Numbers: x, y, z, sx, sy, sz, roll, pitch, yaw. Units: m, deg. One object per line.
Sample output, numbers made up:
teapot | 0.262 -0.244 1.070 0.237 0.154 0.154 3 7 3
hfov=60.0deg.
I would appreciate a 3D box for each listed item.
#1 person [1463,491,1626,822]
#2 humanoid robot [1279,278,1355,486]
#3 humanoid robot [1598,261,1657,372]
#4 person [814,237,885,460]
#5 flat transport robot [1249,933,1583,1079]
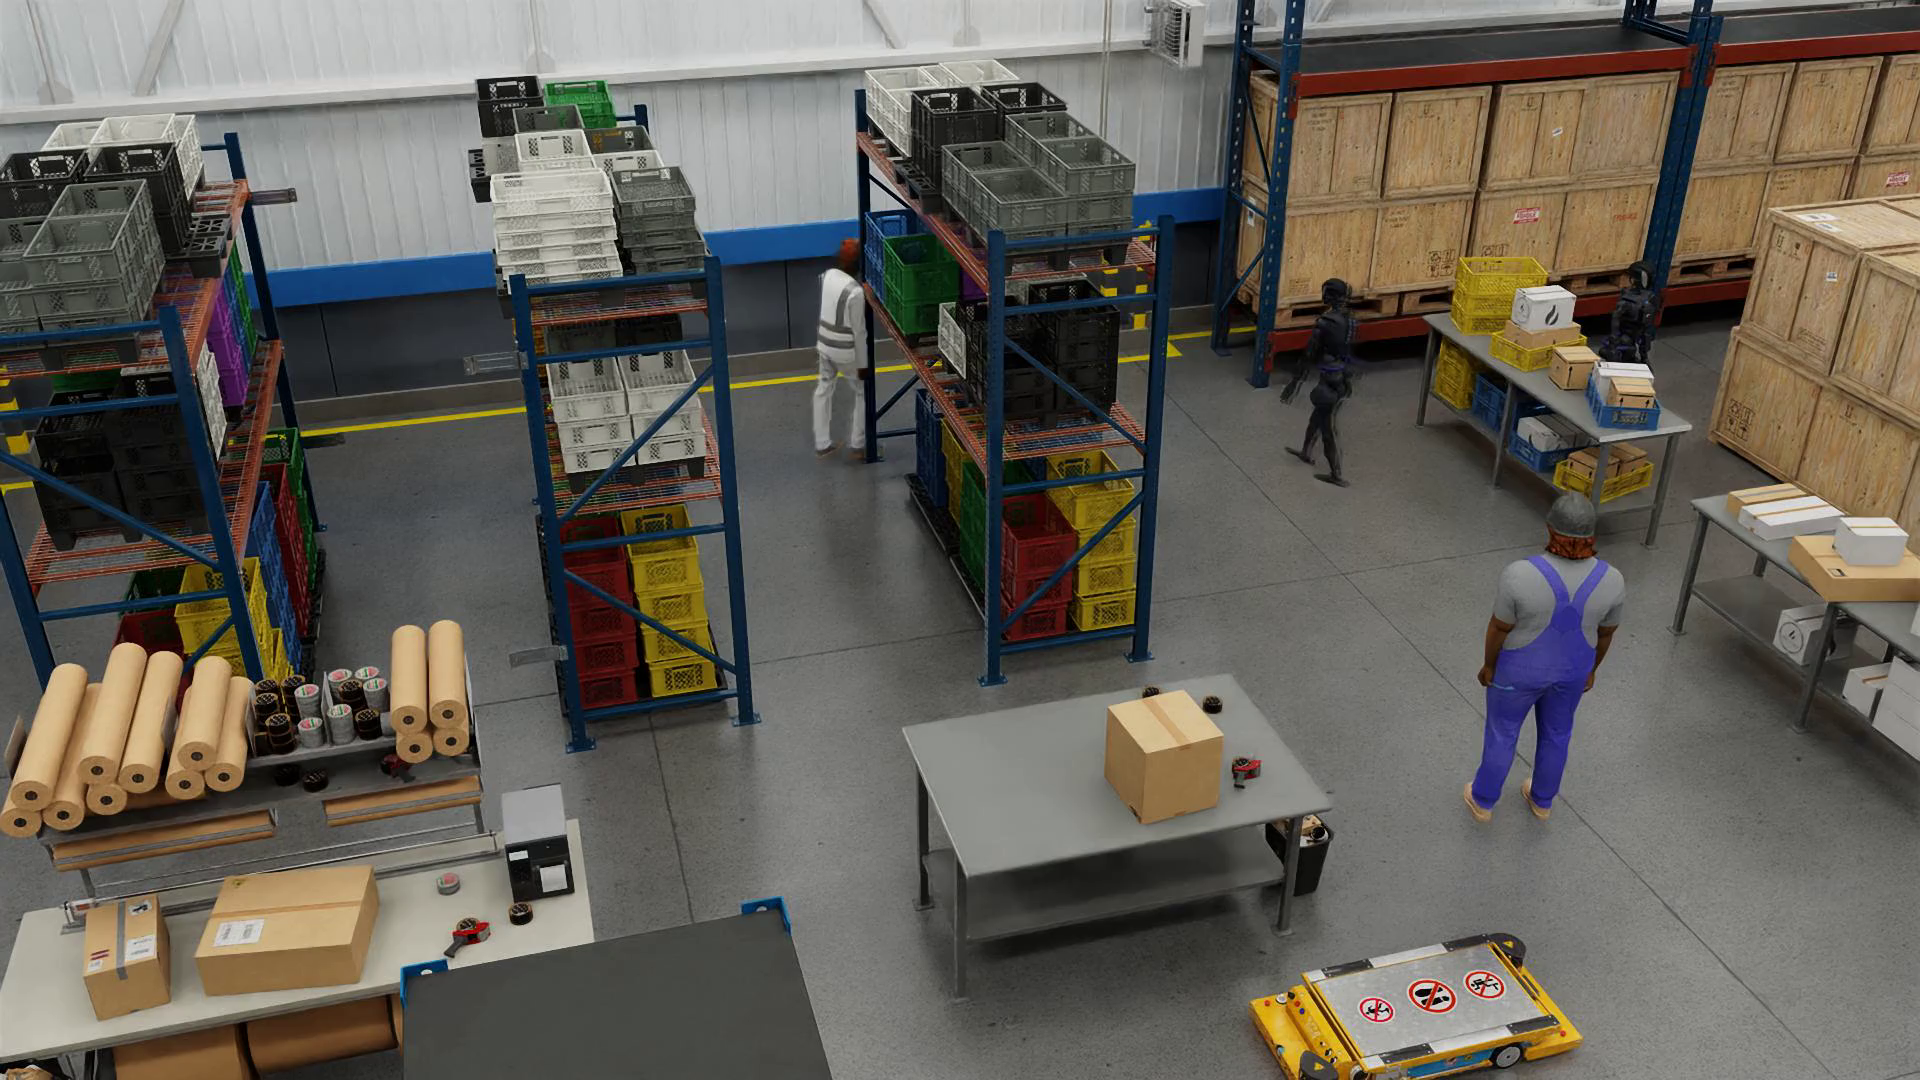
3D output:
person | 3.196 0.641 9.157 0.679 2.000 0.536 0 29 0
humanoid robot | 2.814 -1.256 13.009 0.696 1.632 0.576 20 35 32
humanoid robot | 5.301 -1.422 13.269 0.589 1.660 0.327 -22 35 -34
person | -0.900 -1.501 13.255 0.571 1.854 0.574 -20 35 -32
flat transport robot | 2.184 2.282 7.980 1.431 0.197 0.652 -8 30 -14
